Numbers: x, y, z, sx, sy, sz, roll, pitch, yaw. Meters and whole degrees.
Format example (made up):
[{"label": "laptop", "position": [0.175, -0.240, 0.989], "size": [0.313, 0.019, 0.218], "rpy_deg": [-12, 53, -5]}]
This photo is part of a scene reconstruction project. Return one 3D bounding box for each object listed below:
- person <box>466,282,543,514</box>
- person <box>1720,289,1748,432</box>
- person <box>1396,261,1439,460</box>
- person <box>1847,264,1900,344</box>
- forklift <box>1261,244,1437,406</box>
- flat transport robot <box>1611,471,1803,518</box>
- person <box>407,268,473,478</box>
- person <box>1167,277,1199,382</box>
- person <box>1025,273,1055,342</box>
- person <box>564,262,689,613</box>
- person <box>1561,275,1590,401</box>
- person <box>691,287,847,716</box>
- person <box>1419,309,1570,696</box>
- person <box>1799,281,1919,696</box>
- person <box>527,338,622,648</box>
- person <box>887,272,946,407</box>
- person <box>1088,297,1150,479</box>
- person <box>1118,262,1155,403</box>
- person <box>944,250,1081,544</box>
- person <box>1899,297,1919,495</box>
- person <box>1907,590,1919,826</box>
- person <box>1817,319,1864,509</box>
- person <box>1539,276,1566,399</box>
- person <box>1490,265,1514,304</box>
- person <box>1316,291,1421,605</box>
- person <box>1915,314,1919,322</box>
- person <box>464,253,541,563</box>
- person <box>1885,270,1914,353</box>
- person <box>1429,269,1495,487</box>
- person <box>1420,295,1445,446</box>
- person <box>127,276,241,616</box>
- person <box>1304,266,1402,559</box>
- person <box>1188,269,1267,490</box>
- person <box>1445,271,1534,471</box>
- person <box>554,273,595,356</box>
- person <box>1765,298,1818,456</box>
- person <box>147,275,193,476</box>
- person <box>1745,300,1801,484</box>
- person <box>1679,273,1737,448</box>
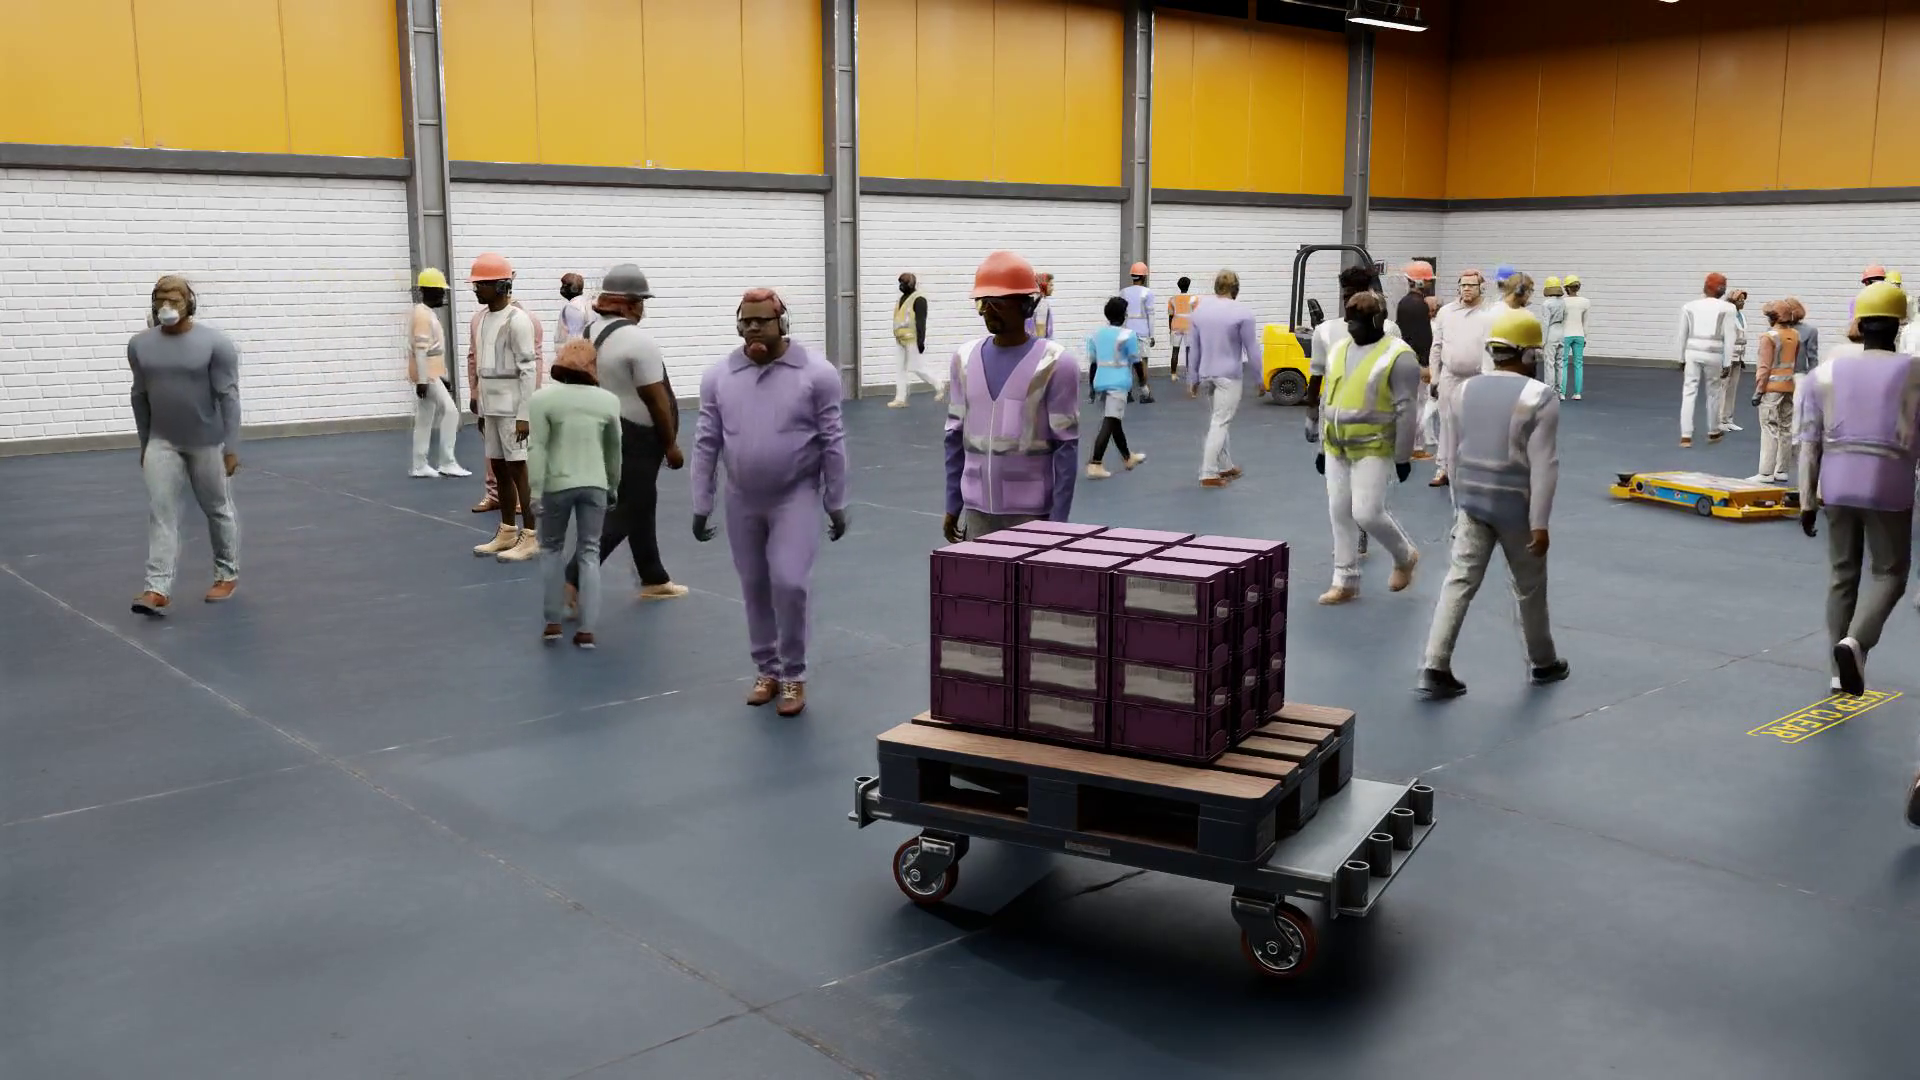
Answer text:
[{"label": "person", "position": [-3.599, -1.153, 13.085], "size": [0.648, 1.907, 0.409], "rpy_deg": [3, 10, 17]}, {"label": "person", "position": [8.900, -2.067, 19.215], "size": [0.520, 1.640, 0.307], "rpy_deg": [-8, 12, -38]}, {"label": "person", "position": [4.444, -1.766, 16.454], "size": [0.534, 1.977, 0.621], "rpy_deg": [0, 10, 0]}, {"label": "person", "position": [10.236, -2.127, 18.722], "size": [0.542, 1.929, 0.368], "rpy_deg": [1, 10, 4]}, {"label": "forklift", "position": [5.256, -2.933, 22.661], "size": [2.313, 2.155, 1.214], "rpy_deg": [3, 10, 16]}, {"label": "flat transport robot", "position": [5.986, -0.380, 13.338], "size": [0.652, 0.197, 1.431], "rpy_deg": [-3, 10, -19]}, {"label": "person", "position": [-4.708, -1.502, 15.111], "size": [0.683, 1.903, 0.623], "rpy_deg": [-2, 10, -13]}, {"label": "person", "position": [3.609, -3.401, 26.880], "size": [0.531, 1.694, 0.320], "rpy_deg": [4, 11, 24]}, {"label": "person", "position": [1.018, -2.170, 19.259], "size": [0.667, 1.821, 0.601], "rpy_deg": [-2, 10, -14]}, {"label": "person", "position": [-1.965, -0.596, 9.432], "size": [0.960, 2.000, 0.672], "rpy_deg": [-8, 12, -39]}, {"label": "person", "position": [8.545, -2.827, 23.301], "size": [0.523, 1.766, 0.315], "rpy_deg": [-1, 10, -8]}, {"label": "person", "position": [-0.865, -0.161, 7.341], "size": [0.681, 1.883, 0.658], "rpy_deg": [2, 10, 11]}, {"label": "person", "position": [2.496, -0.166, 7.678], "size": [0.951, 1.791, 0.608], "rpy_deg": [-8, 12, -38]}, {"label": "person", "position": [4.095, -0.208, 7.529], "size": [0.616, 1.909, 0.618], "rpy_deg": [9, 13, 43]}, {"label": "person", "position": [-1.989, -0.245, 8.662], "size": [0.529, 1.588, 0.504], "rpy_deg": [-5, 11, -27]}, {"label": "person", "position": [-0.610, -2.691, 22.360], "size": [0.740, 1.819, 0.633], "rpy_deg": [-6, 11, -31]}, {"label": "person", "position": [1.465, -1.399, 15.268], "size": [0.906, 1.645, 0.544], "rpy_deg": [-8, 13, -39]}, {"label": "person", "position": [2.447, -2.851, 22.930], "size": [0.542, 1.939, 0.365], "rpy_deg": [6, 11, 31]}, {"label": "person", "position": [0.189, -0.156, 6.850], "size": [0.607, 2.044, 0.378], "rpy_deg": [6, 11, 29]}, {"label": "person", "position": [7.172, -0.976, 12.246], "size": [0.920, 1.850, 0.578], "rpy_deg": [-2, 10, -10]}, {"label": "person", "position": [3.544, 0.150, 5.649], "size": [0.506, 1.844, 0.510], "rpy_deg": [-8, 13, -40]}, {"label": "person", "position": [7.192, -1.036, 13.411], "size": [0.925, 1.561, 0.511], "rpy_deg": [-5, 11, -27]}, {"label": "person", "position": [8.246, -2.798, 23.200], "size": [0.486, 1.740, 0.313], "rpy_deg": [-6, 11, -32]}, {"label": "person", "position": [7.574, -2.867, 23.167], "size": [0.404, 1.899, 0.711], "rpy_deg": [1, 10, 5]}, {"label": "person", "position": [2.369, -0.529, 9.668], "size": [0.552, 1.827, 0.631], "rpy_deg": [-6, 12, -33]}, {"label": "person", "position": [7.754, -1.174, 13.077], "size": [0.620, 1.964, 0.618], "rpy_deg": [2, 10, 11]}, {"label": "person", "position": [-3.047, -0.868, 11.018], "size": [0.391, 2.040, 0.615], "rpy_deg": [-9, 13, -42]}, {"label": "person", "position": [13.014, -2.857, 23.311], "size": [0.591, 1.825, 0.403], "rpy_deg": [3, 10, 17]}, {"label": "person", "position": [4.412, -1.398, 14.515], "size": [0.643, 1.909, 0.410], "rpy_deg": [5, 11, 28]}, {"label": "person", "position": [4.910, -1.761, 17.501], "size": [0.701, 1.615, 0.524], "rpy_deg": [-8, 12, -39]}, {"label": "person", "position": [-4.405, -0.527, 9.415], "size": [0.649, 1.897, 0.972], "rpy_deg": [0, 10, -2]}, {"label": "person", "position": [2.593, -0.836, 11.083], "size": [0.633, 1.950, 0.582], "rpy_deg": [6, 11, 29]}, {"label": "person", "position": [2.376, -1.402, 14.566], "size": [0.911, 1.903, 0.655], "rpy_deg": [-8, 13, -41]}, {"label": "person", "position": [4.432, -1.260, 13.725], "size": [0.629, 1.902, 0.645], "rpy_deg": [8, 13, 41]}, {"label": "person", "position": [-4.115, -1.924, 17.787], "size": [0.429, 1.843, 0.633], "rpy_deg": [0, 10, 1]}, {"label": "person", "position": [8.412, -1.646, 16.895], "size": [0.512, 1.583, 0.851], "rpy_deg": [6, 12, 33]}, {"label": "person", "position": [-7.207, -1.506, 15.326], "size": [0.507, 1.847, 0.345], "rpy_deg": [3, 10, 17]}, {"label": "person", "position": [7.263, -1.317, 14.823], "size": [0.513, 1.640, 0.311], "rpy_deg": [-6, 11, -32]}, {"label": "person", "position": [7.961, -1.918, 17.747], "size": [0.613, 1.829, 0.990], "rpy_deg": [8, 13, 40]}]
